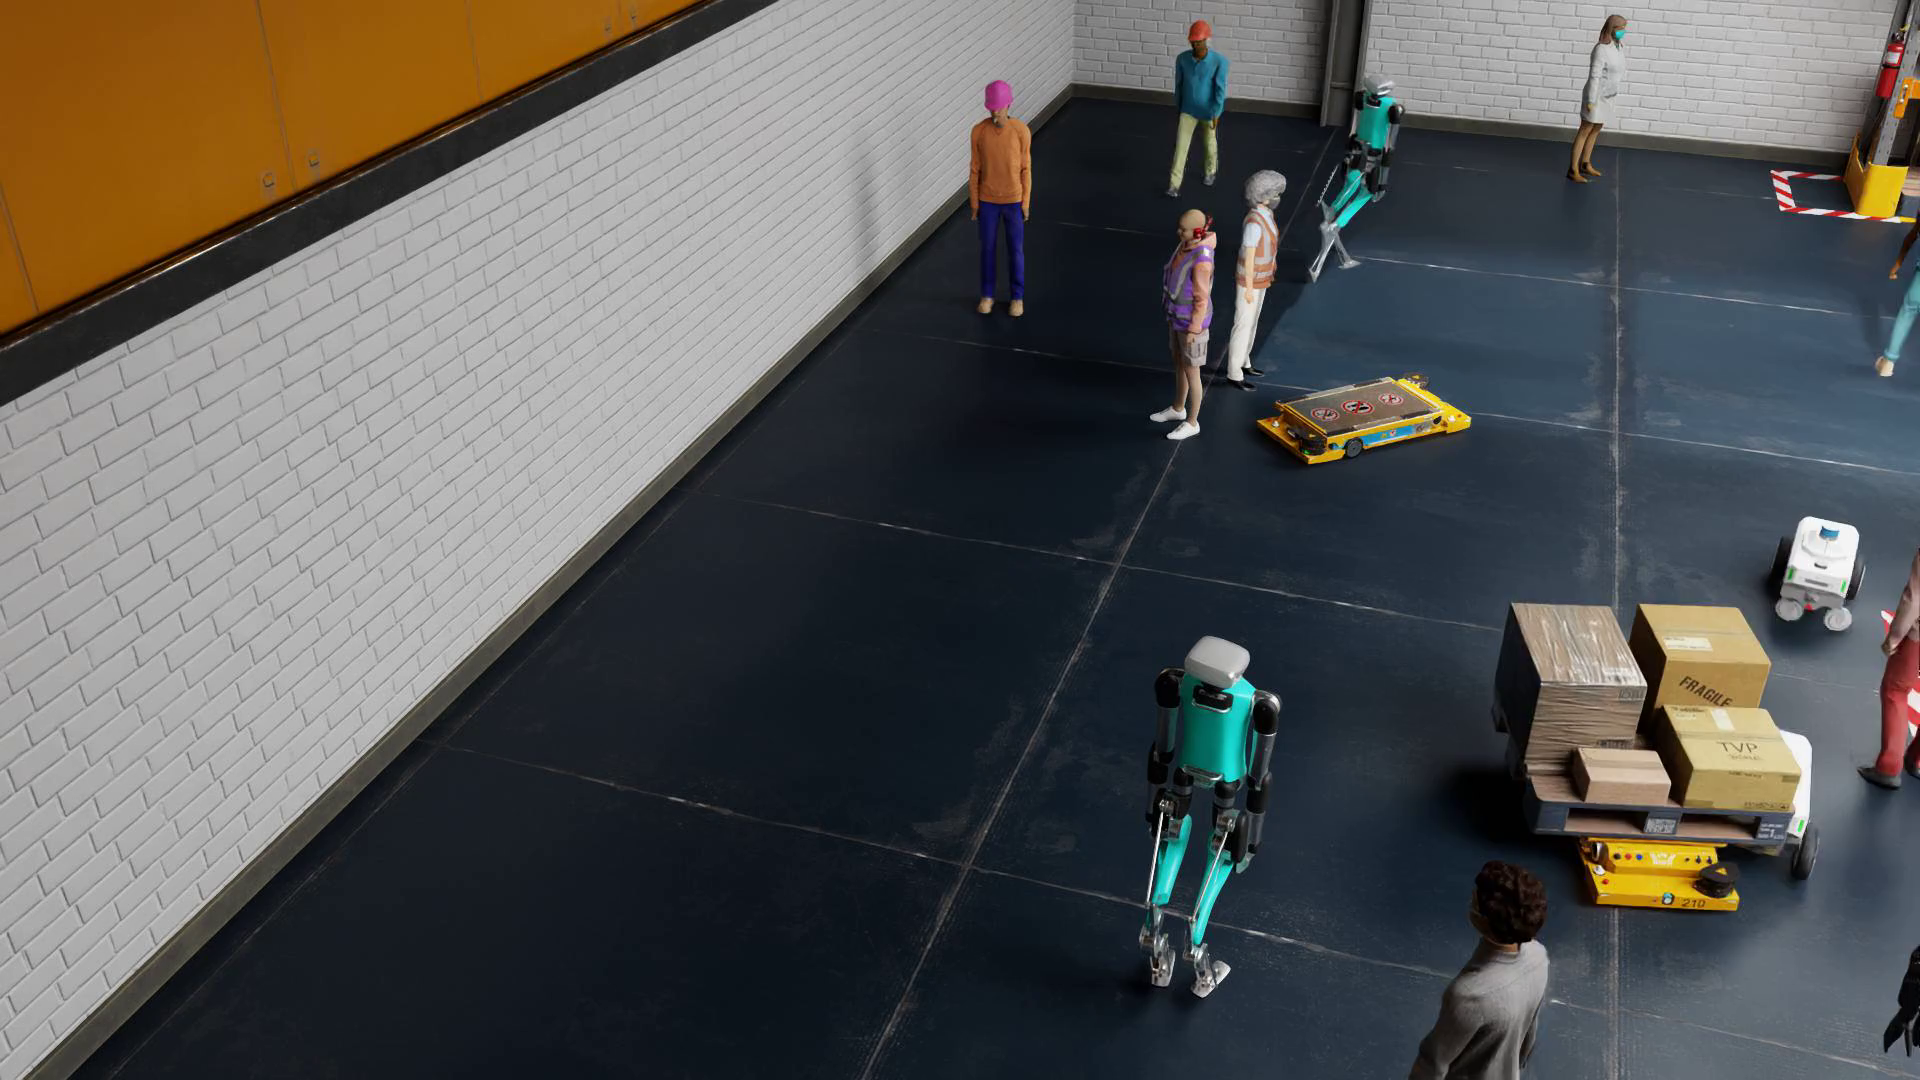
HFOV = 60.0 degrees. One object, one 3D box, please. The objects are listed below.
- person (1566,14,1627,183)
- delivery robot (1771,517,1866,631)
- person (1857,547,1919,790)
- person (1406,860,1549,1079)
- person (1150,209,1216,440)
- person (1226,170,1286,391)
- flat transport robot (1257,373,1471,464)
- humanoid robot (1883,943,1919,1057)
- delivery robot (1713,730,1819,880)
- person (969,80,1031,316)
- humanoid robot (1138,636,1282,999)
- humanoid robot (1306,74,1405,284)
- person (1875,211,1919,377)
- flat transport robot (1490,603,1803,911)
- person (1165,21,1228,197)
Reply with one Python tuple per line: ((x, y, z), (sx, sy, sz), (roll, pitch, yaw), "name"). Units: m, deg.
((6.500, -4.476, 16.863), (0.497, 1.658, 0.337), (-26, 39, -37), "person")
((5.213, 0.162, 10.064), (0.522, 0.591, 0.763), (16, 34, 25), "delivery robot")
((4.915, 0.483, 8.346), (0.542, 1.766, 0.385), (0, 30, 0), "person")
((1.802, 1.910, 5.797), (0.545, 1.870, 0.799), (-26, 39, -36), "person")
((1.618, -1.541, 11.841), (0.351, 1.693, 0.479), (-7, 31, -12), "person")
((2.237, -1.967, 12.567), (0.306, 1.686, 0.453), (12, 33, 20), "person")
((2.953, -0.890, 12.140), (1.431, 0.231, 0.659), (-13, 33, -21), "flat transport robot")
((3.830, 1.797, 6.198), (0.602, 1.628, 0.645), (23, 37, 33), "humanoid robot")
((3.983, 1.243, 8.208), (0.499, 0.575, 0.759), (13, 33, 21), "delivery robot")
((0.326, -2.819, 13.747), (0.515, 1.973, 0.401), (4, 31, 7), "person")
((0.949, 1.257, 6.906), (0.533, 1.677, 0.735), (14, 33, 23), "humanoid robot")
((3.320, -3.097, 14.488), (0.903, 1.808, 0.554), (-18, 35, -28), "humanoid robot")
((7.433, -2.017, 12.497), (0.784, 1.851, 0.542), (19, 35, 29), "person")
((3.372, 1.306, 8.403), (0.659, 0.231, 1.431), (2, 31, 4), "flat transport robot")
((2.365, -4.286, 16.497), (0.558, 1.701, 0.932), (13, 33, 21), "person")
